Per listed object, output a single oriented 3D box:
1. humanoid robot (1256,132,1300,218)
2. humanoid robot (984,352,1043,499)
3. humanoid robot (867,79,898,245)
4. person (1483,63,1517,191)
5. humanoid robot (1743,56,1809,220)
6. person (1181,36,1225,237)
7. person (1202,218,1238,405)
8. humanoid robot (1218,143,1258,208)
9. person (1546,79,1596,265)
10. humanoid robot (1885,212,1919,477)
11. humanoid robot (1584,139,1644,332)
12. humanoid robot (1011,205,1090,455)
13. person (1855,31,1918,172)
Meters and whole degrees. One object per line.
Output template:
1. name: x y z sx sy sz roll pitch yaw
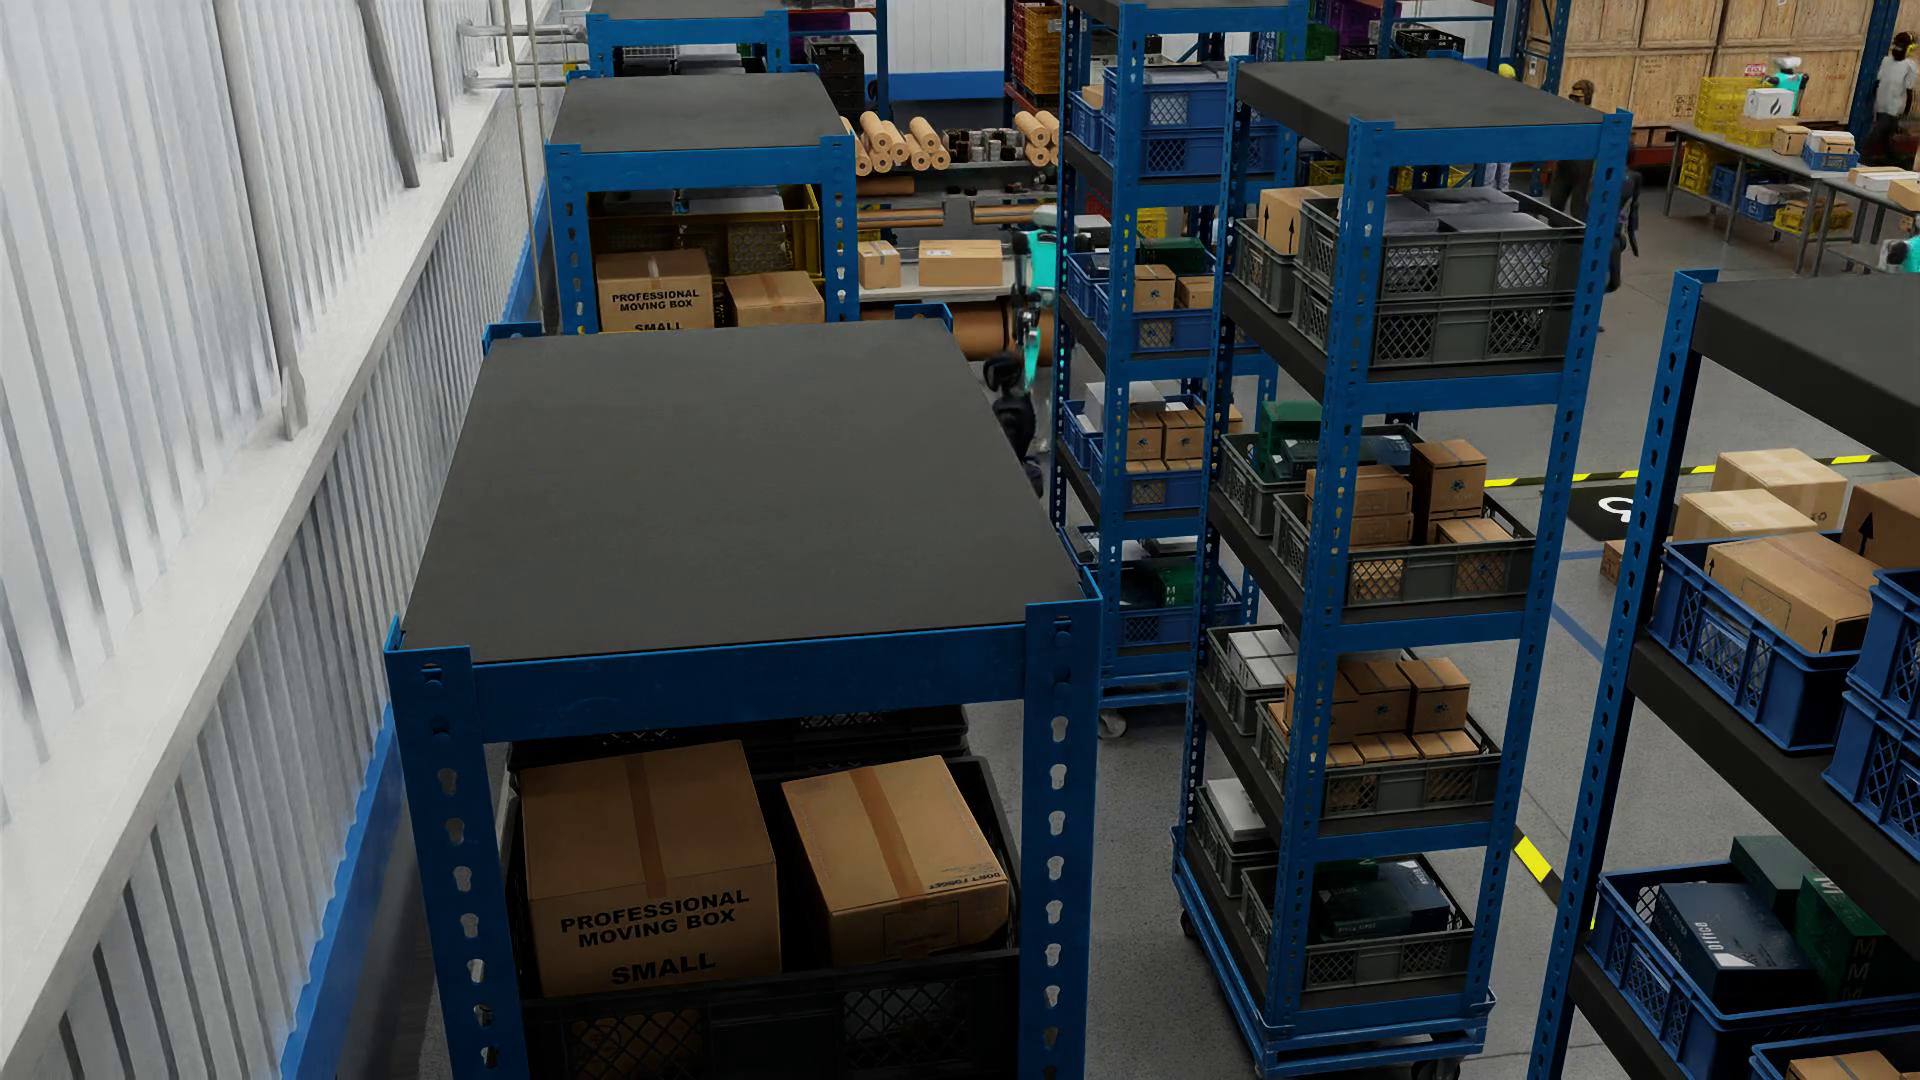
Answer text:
1. humanoid robot: 3.064 -3.589 16.408 0.601 1.643 0.330 6 25 12
2. humanoid robot: 0.331 -0.240 9.137 0.393 1.635 0.611 0 25 -1
3. humanoid robot: -0.802 -3.862 16.988 0.315 1.659 0.599 1 25 3
4. person: 5.570 -4.045 17.296 0.524 1.771 0.302 -13 28 -25
5. humanoid robot: 8.638 -4.311 18.015 0.543 1.869 0.743 -9 26 -18
6. person: 2.568 -4.168 17.238 0.604 2.044 0.374 -3 25 -7
7. person: 1.692 -1.238 11.101 0.396 1.848 0.587 -4 25 -9
8. humanoid robot: 3.240 -4.458 18.353 0.777 1.621 0.585 -1 25 -3
9. person: 5.904 -3.506 16.042 0.359 1.840 0.518 -17 30 -32
10. humanoid robot: 6.627 -1.267 11.338 0.556 1.776 0.965 1 25 2
11. humanoid robot: 5.553 -2.648 14.368 0.591 1.641 0.454 -10 27 -21
12. humanoid robot: 0.588 -1.388 11.559 0.544 1.747 0.901 5 25 10
13. person: 10.727 -4.952 19.207 0.980 1.825 0.525 -4 25 -8
